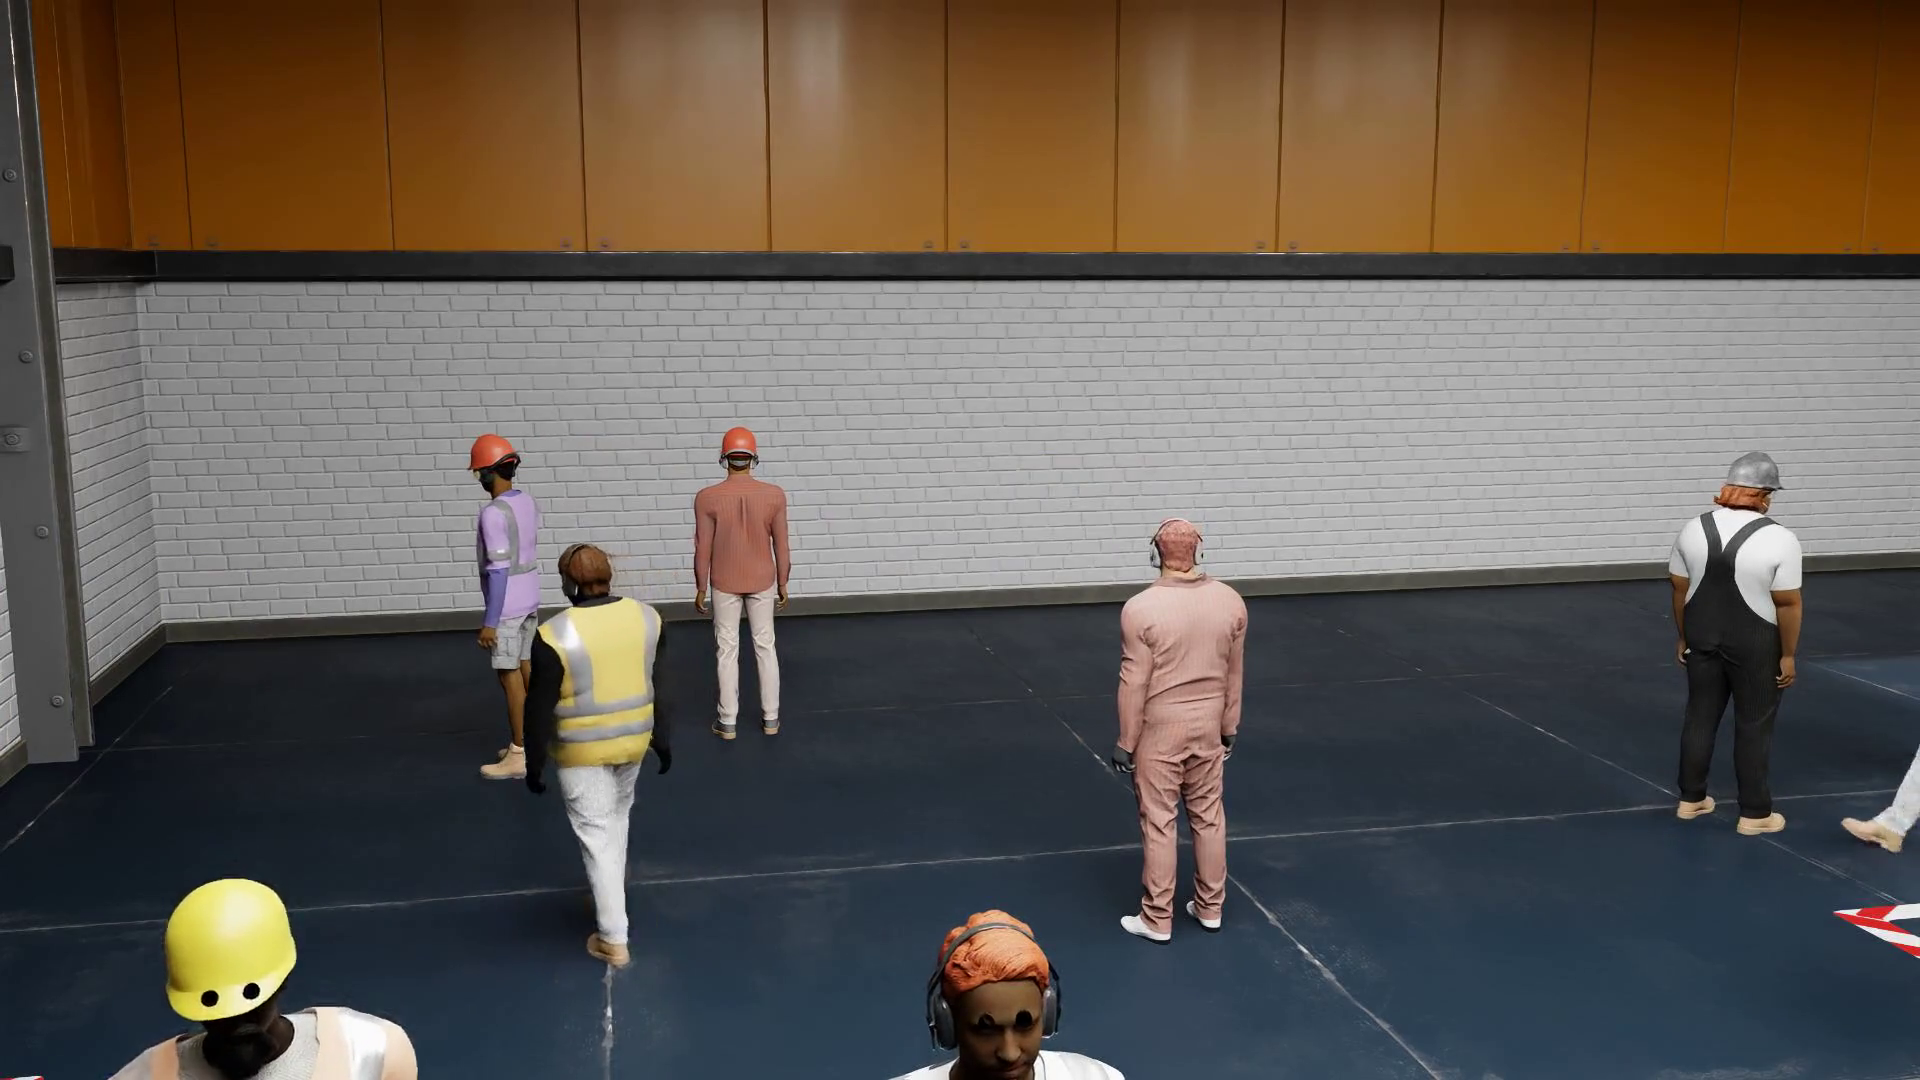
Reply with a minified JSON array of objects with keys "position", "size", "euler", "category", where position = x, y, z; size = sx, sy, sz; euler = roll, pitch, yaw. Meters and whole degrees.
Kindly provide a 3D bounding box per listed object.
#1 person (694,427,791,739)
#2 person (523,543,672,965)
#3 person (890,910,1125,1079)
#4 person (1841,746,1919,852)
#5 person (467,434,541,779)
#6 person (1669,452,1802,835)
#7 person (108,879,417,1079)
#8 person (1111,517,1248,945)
[{"position":[-1.397,0.273,10.650],"size":[0.623,1.992,0.391],"euler":[-3,10,-19],"category":"person"},{"position":[-1.649,0.907,7.326],"size":[0.657,1.814,0.776],"euler":[-9,13,-43],"category":"person"},{"position":[0.050,1.578,3.034],"size":[0.585,1.882,0.337],"euler":[-4,10,-20],"category":"person"},{"position":[5.075,0.770,8.309],"size":[1.001,1.777,0.650],"euler":[4,10,24],"category":"person"},{"position":[-2.682,0.394,9.795],"size":[0.393,2.036,0.605],"euler":[1,9,7],"category":"person"},{"position":[4.194,0.533,8.929],"size":[0.536,2.000,0.688],"euler":[-7,12,-36],"category":"person"},{"position":[-1.311,1.542,3.176],"size":[0.619,1.905,0.491],"euler":[-4,10,-22],"category":"person"},{"position":[0.956,0.845,7.444],"size":[0.652,1.904,0.402],"euler":[-5,10,-26],"category":"person"}]
